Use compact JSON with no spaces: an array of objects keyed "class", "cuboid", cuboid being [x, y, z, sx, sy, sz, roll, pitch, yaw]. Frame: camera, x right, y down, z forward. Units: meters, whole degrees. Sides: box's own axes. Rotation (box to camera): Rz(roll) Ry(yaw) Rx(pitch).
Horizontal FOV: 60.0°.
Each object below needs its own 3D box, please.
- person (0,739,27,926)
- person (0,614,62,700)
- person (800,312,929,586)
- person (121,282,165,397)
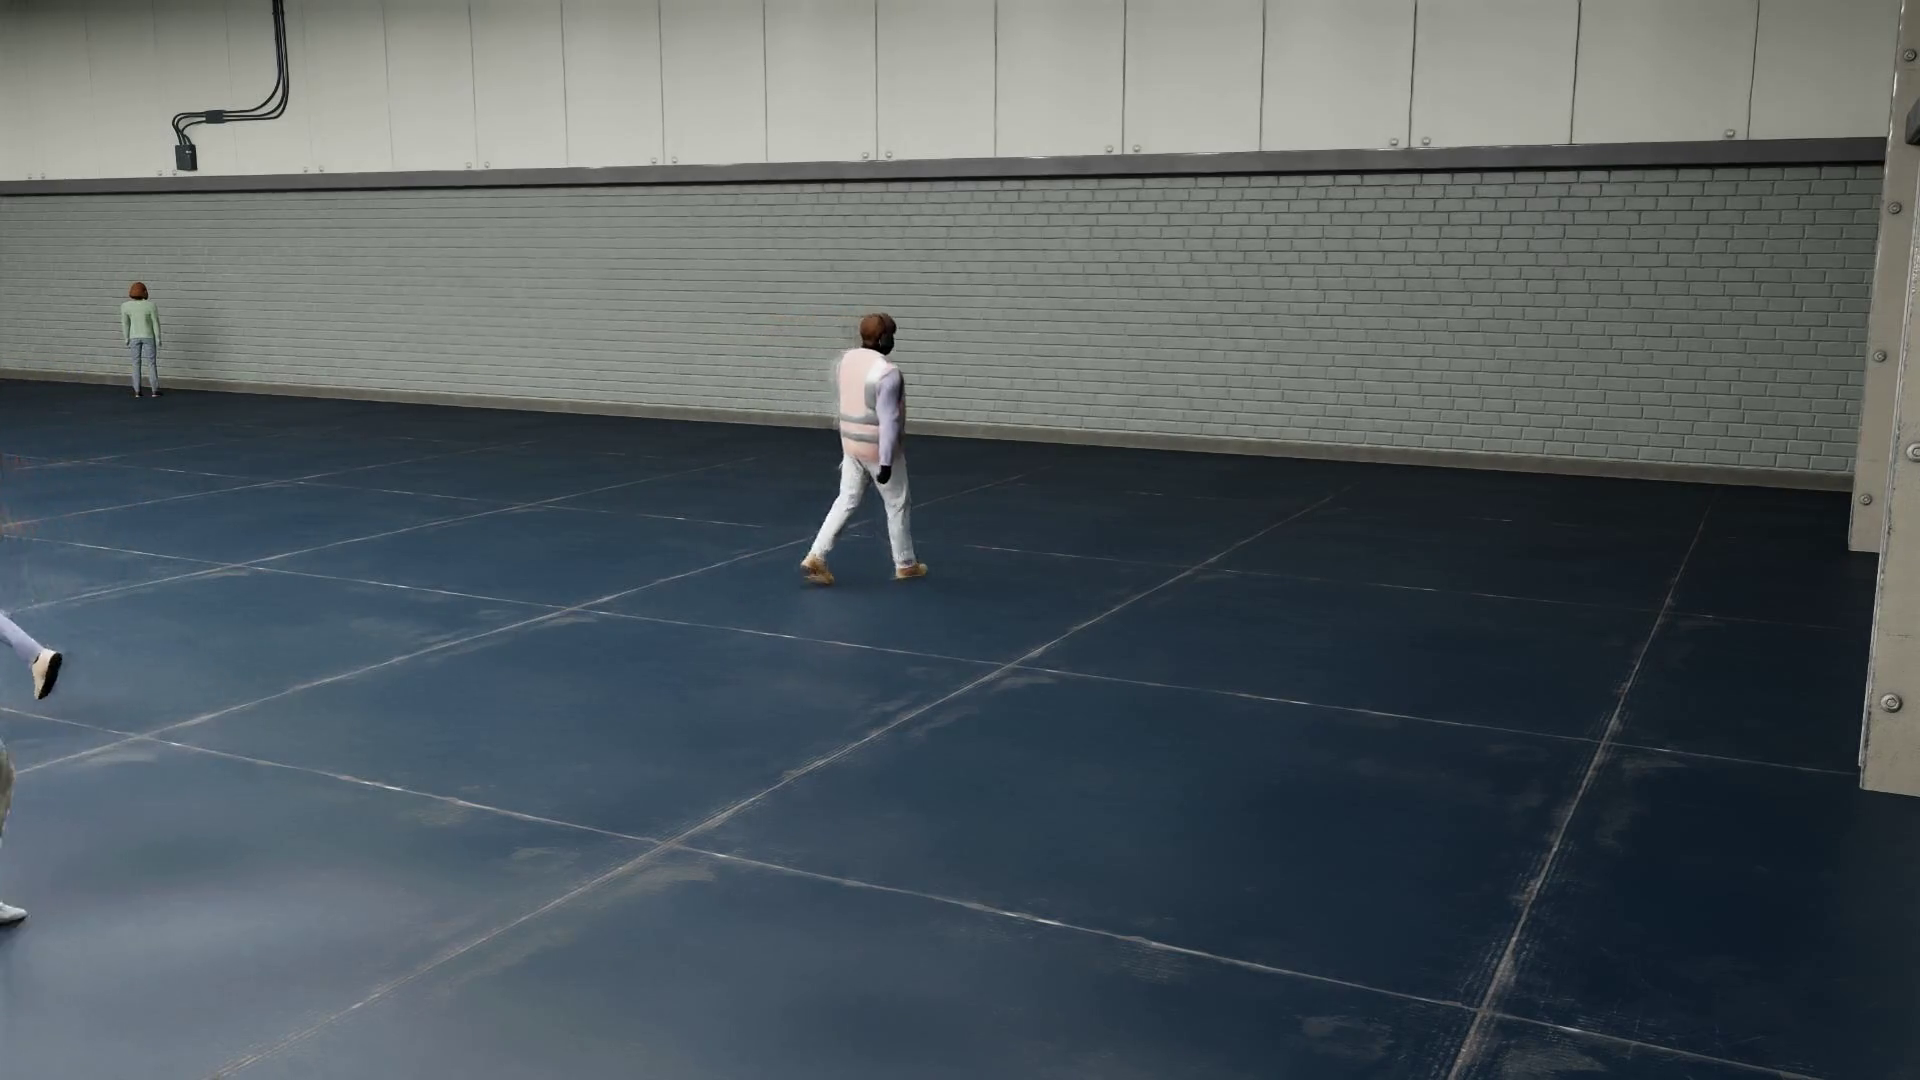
[{"class":"person","cuboid":[-3.346,0.512,5.406,0.524,1.622,0.523,5,12,25]},{"class":"person","cuboid":[-4.678,-0.002,7.825,0.573,1.750,0.540,-1,10,-7]},{"class":"person","cuboid":[-0.624,-0.589,10.921,0.921,1.811,0.631,-9,14,-41]},{"class":"person","cuboid":[-11.657,-2.857,23.724,0.507,1.636,0.274,-1,10,-8]}]
